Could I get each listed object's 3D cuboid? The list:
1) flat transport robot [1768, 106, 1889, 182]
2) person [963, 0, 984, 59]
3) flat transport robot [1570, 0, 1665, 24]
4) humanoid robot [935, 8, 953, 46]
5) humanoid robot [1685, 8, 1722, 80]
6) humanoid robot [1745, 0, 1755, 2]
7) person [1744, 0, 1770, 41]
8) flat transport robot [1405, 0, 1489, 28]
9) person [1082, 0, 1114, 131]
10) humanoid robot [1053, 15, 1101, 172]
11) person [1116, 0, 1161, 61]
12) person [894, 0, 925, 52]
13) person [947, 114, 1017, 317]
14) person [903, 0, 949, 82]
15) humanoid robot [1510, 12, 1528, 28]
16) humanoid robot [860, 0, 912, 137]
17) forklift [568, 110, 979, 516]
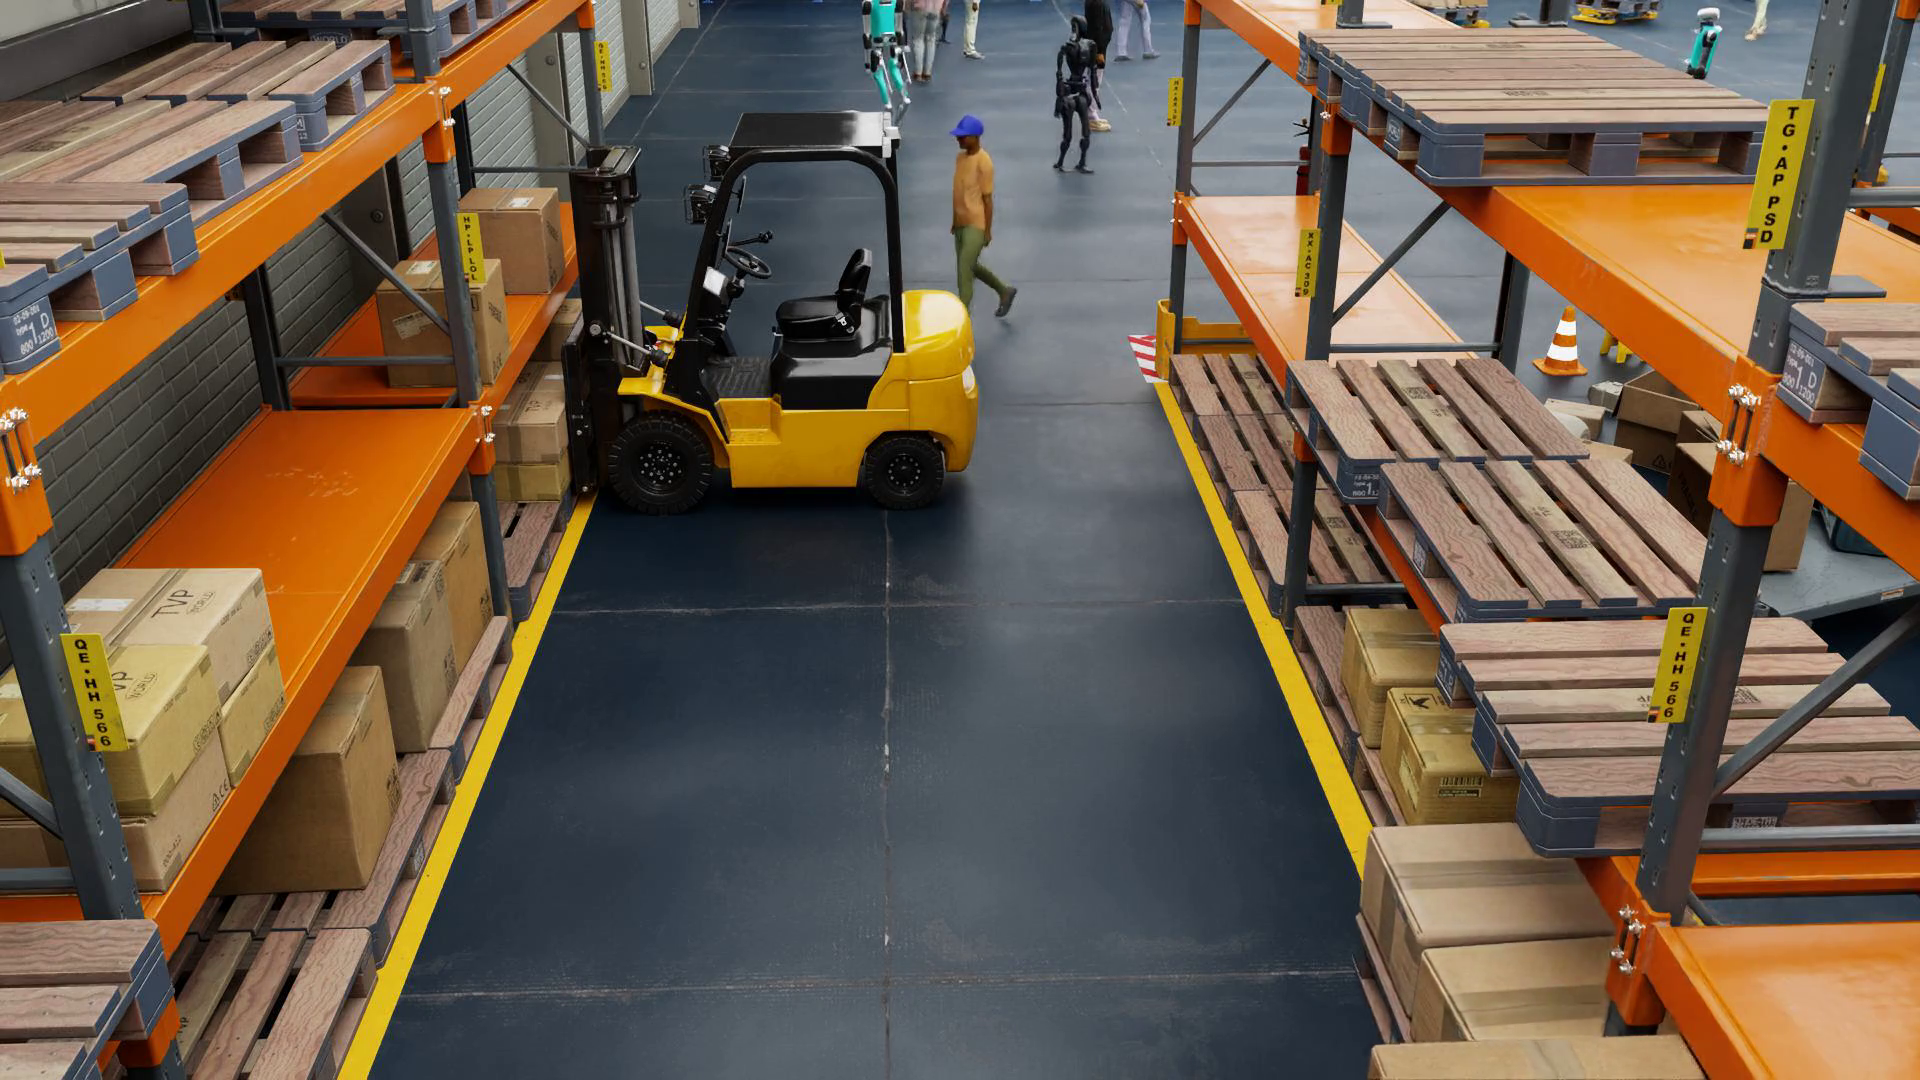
[{"bbox_3d":[9.148,-4.053,17.887,1.431,0.231,0.659,8,26,16],"label":"flat transport robot"},{"bbox_3d":[0.217,-8.006,24.530,0.349,1.743,0.564,-3,25,-6],"label":"person"},{"bbox_3d":[11.118,-8.930,28.214,1.431,0.231,0.659,-16,30,-30],"label":"flat transport robot"},{"bbox_3d":[-0.336,-8.477,25.594,0.399,1.651,0.591,15,29,29],"label":"humanoid robot"},{"bbox_3d":[7.574,-4.762,17.721,1.043,1.764,0.553,8,27,17],"label":"humanoid robot"},{"bbox_3d":[14.489,-10.609,30.126,0.365,1.646,0.601,23,33,39],"label":"humanoid robot"},{"bbox_3d":[12.752,-8.871,26.249,0.541,1.848,0.999,22,33,38],"label":"person"},{"bbox_3d":[7.928,-8.547,27.404,1.431,0.231,0.659,-9,27,-18],"label":"flat transport robot"},{"bbox_3d":[1.621,-5.839,19.812,0.406,1.856,0.528,0,25,0],"label":"person"},{"bbox_3d":[1.227,-4.754,17.737,0.590,1.642,0.433,-16,30,-31],"label":"humanoid robot"},{"bbox_3d":[2.634,-7.954,24.349,0.834,1.798,0.619,-14,29,-27],"label":"person"},{"bbox_3d":[-0.752,-8.261,24.940,0.665,1.862,0.434,4,26,9],"label":"person"},{"bbox_3d":[0.133,-2.431,12.780,0.732,1.690,0.443,-15,29,-28],"label":"person"},{"bbox_3d":[-0.460,-7.225,22.696,0.653,1.905,0.505,-9,27,-18],"label":"person"},{"bbox_3d":[5.848,-4.810,17.841,0.590,1.655,0.436,-5,26,-10],"label":"humanoid robot"},{"bbox_3d":[-0.783,-5.460,19.177,0.532,1.824,0.660,-14,29,-27],"label":"humanoid robot"},{"bbox_3d":[-1.043,-1.379,9.976,2.313,2.155,1.214,-1,25,-2],"label":"forklift"}]
